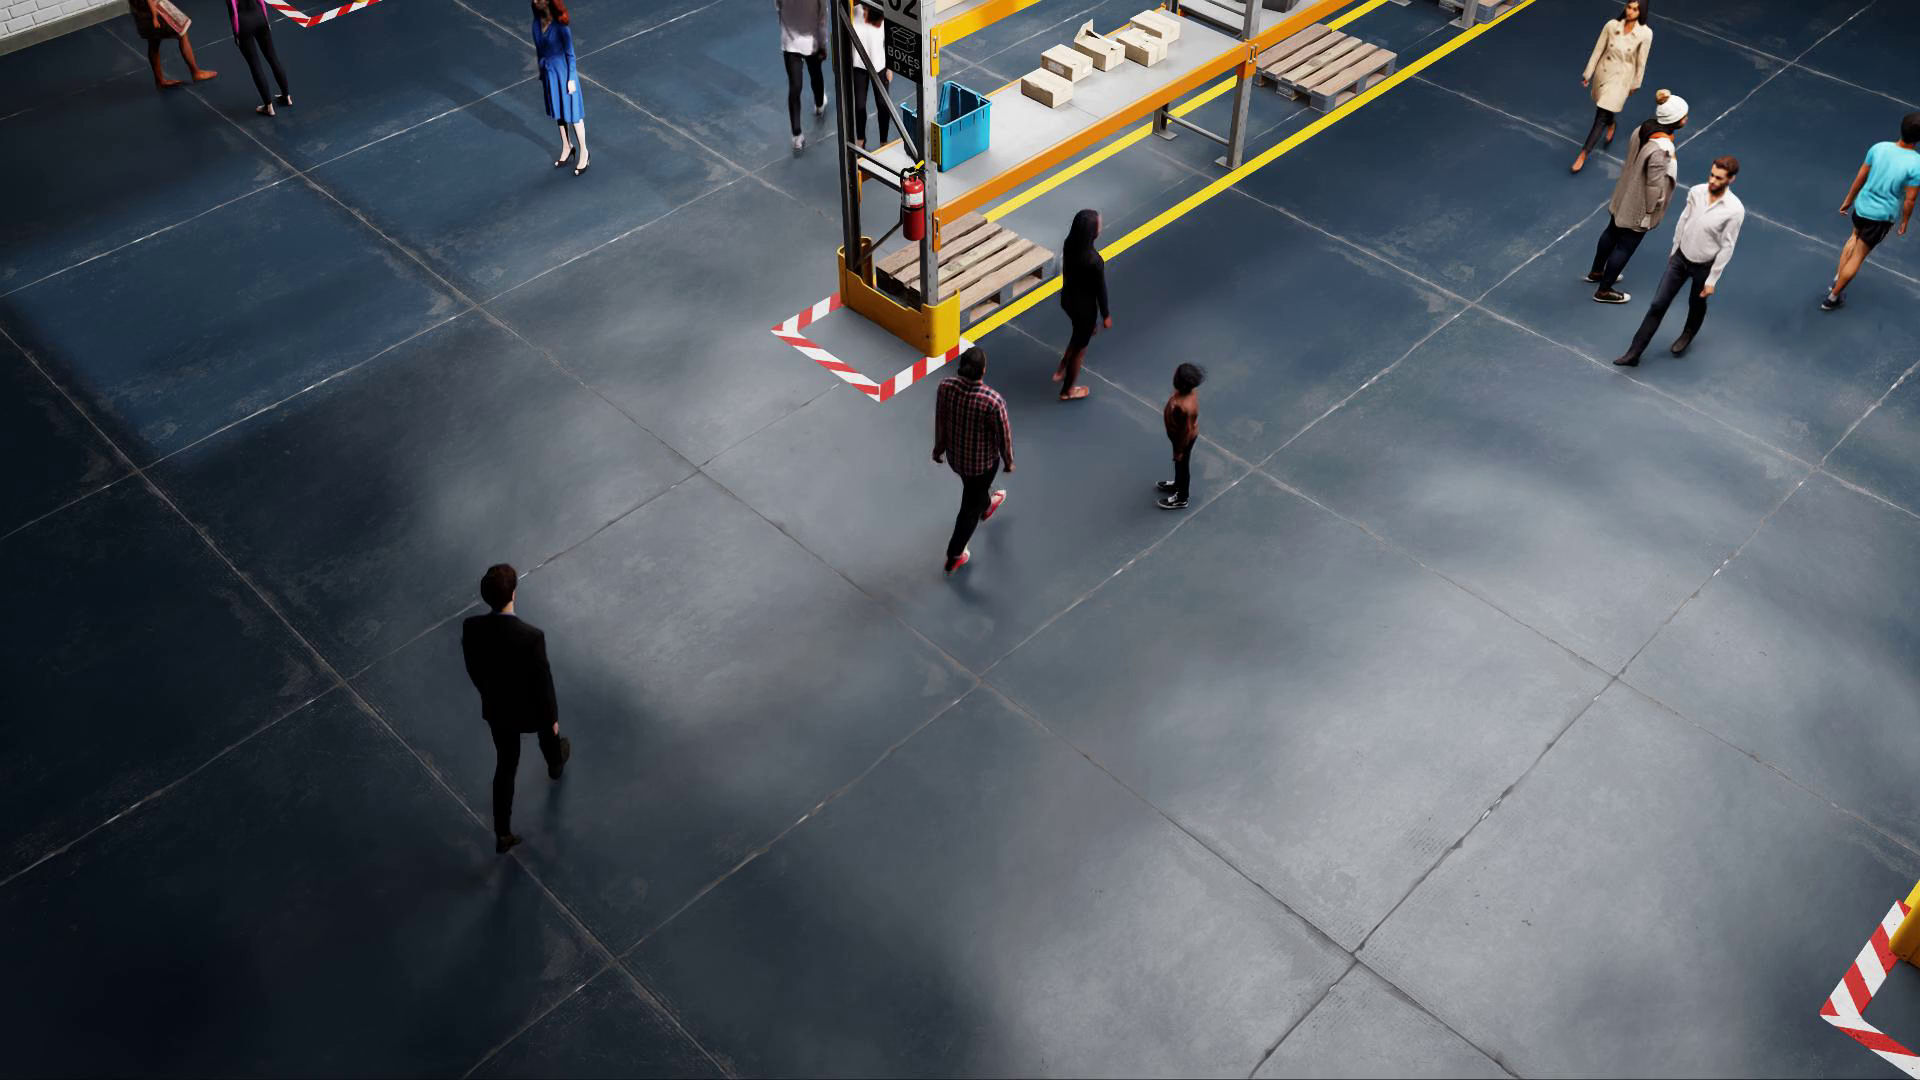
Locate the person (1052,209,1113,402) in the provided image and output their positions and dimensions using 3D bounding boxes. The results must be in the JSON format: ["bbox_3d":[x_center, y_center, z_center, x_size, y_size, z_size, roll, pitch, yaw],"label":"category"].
[{"bbox_3d":[0.841,-1.729,12.591,0.723,1.713,0.702,-18,46,-18],"label":"person"}]

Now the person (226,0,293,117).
[{"bbox_3d":[-6.794,-4.927,15.920,0.657,1.752,0.559,25,49,24],"label":"person"}]

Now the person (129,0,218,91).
[{"bbox_3d":[-7.998,-5.162,16.256,0.807,1.628,0.655,-31,52,-29],"label":"person"}]

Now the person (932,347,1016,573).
[{"bbox_3d":[0.053,-0.535,11.327,0.880,1.727,1.212,23,48,22],"label":"person"}]

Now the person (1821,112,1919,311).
[{"bbox_3d":[7.368,-2.621,13.493,0.714,1.760,0.692,-28,50,-27],"label":"person"}]

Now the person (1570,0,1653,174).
[{"bbox_3d":[6.029,-4.242,15.279,0.669,1.642,1.071,32,52,29],"label":"person"}]

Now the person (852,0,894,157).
[{"bbox_3d":[-0.824,-4.330,15.262,0.691,1.794,0.703,8,44,9],"label":"person"}]

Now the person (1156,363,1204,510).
[{"bbox_3d":[1.594,-0.757,11.904,0.647,1.253,0.577,2,44,2],"label":"person"}]

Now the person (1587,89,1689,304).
[{"bbox_3d":[5.528,-2.829,13.616,0.870,1.892,0.812,-1,44,-1],"label":"person"}]

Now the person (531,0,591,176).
[{"bbox_3d":[-3.628,-4.194,15.094,0.637,1.829,0.599,28,50,26],"label":"person"}]

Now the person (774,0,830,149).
[{"bbox_3d":[-1.489,-4.570,15.454,1.207,1.876,1.292,2,44,2],"label":"person"}]

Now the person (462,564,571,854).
[{"bbox_3d":[-2.586,1.019,9.610,1.196,1.845,1.327,4,44,4],"label":"person"}]

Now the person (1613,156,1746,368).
[{"bbox_3d":[5.794,-2.177,12.977,1.203,1.829,0.773,-30,51,-28],"label":"person"}]
